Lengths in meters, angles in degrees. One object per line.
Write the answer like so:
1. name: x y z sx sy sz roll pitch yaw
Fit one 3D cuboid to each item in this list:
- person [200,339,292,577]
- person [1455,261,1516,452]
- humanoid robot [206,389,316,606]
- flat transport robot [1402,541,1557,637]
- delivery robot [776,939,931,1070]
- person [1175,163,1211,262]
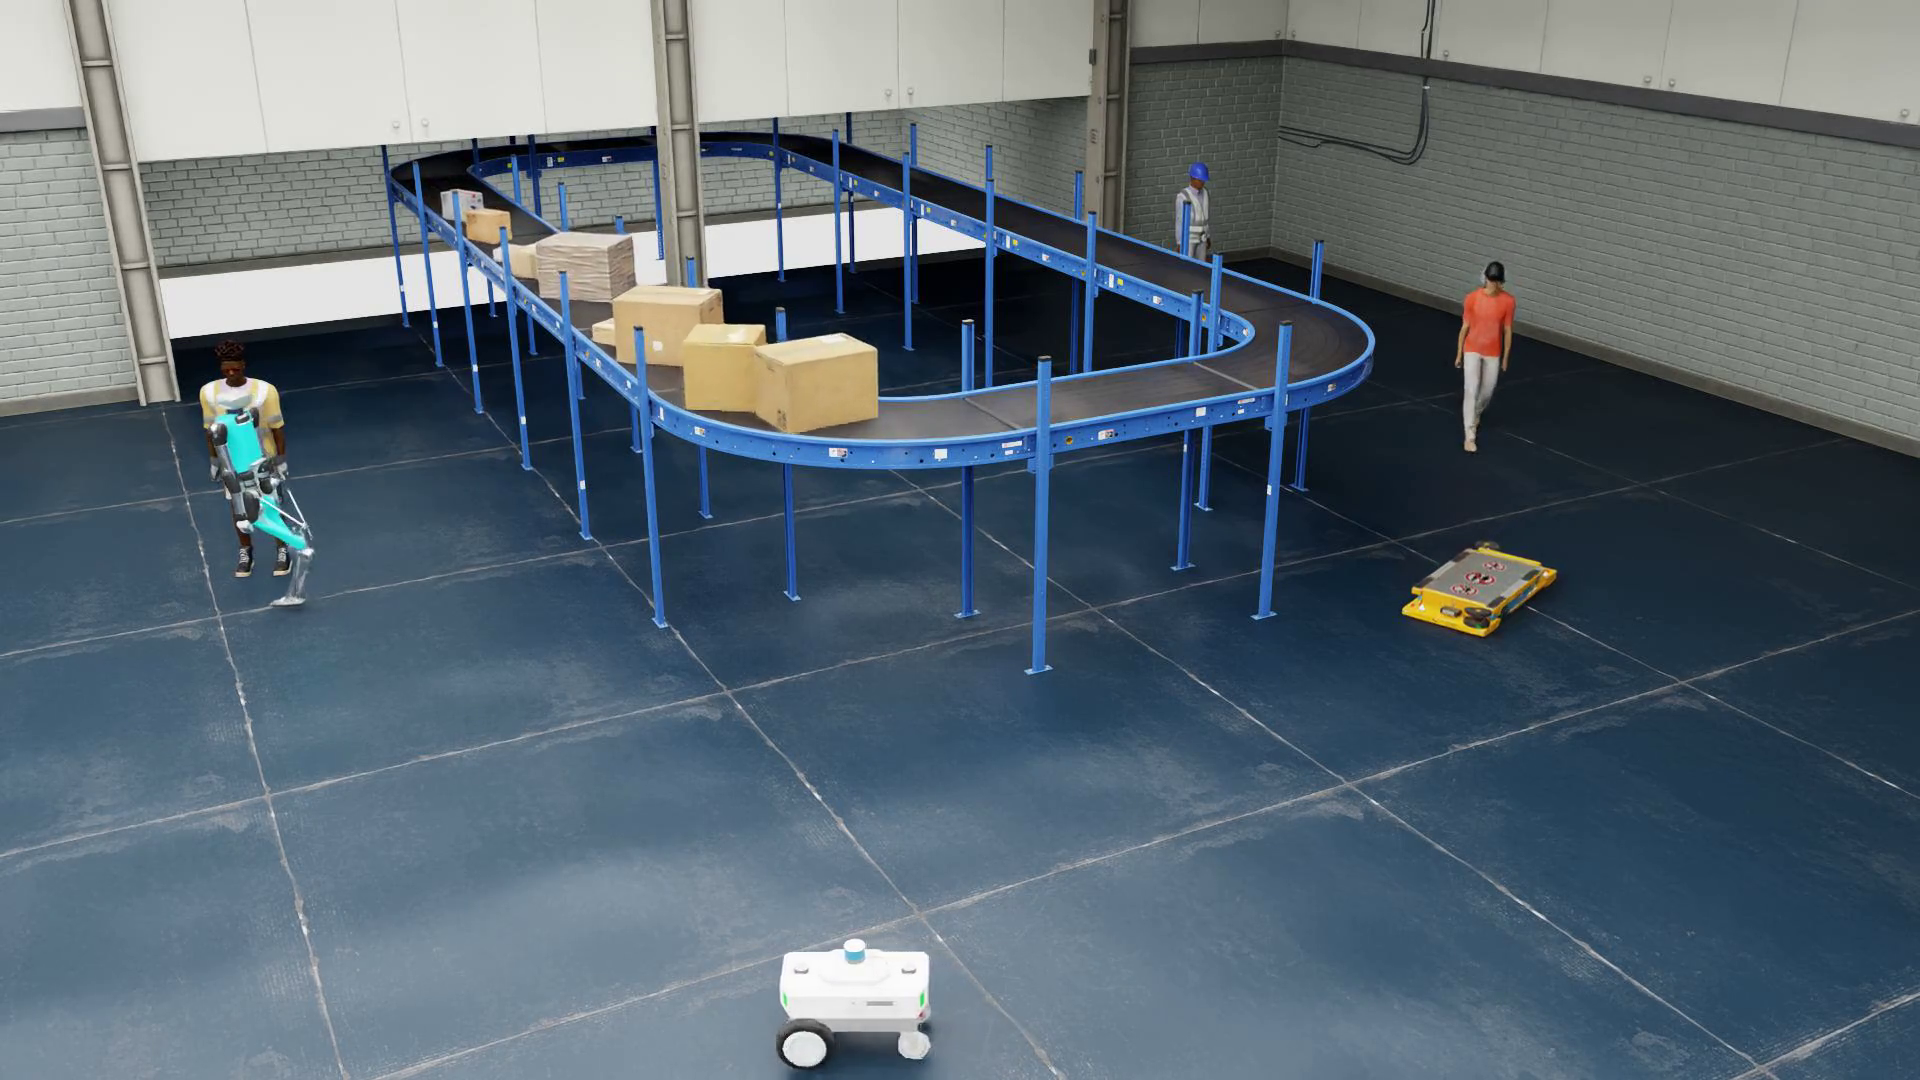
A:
1. person: -5.663 -0.651 13.239 0.602 1.958 0.373 -2 22 -5
2. person: 5.138 -1.865 16.359 0.495 1.878 0.821 3 22 8
3. humanoid robot: -5.139 -0.206 12.563 0.763 1.879 0.530 4 22 9
4. flat transport robot: 4.066 0.372 12.957 0.659 0.231 1.431 17 28 36
5. delivery robot: -0.518 2.210 8.041 0.802 0.601 0.499 0 22 0
6. person: 2.964 -3.824 21.119 0.612 1.933 0.413 -20 29 -40
